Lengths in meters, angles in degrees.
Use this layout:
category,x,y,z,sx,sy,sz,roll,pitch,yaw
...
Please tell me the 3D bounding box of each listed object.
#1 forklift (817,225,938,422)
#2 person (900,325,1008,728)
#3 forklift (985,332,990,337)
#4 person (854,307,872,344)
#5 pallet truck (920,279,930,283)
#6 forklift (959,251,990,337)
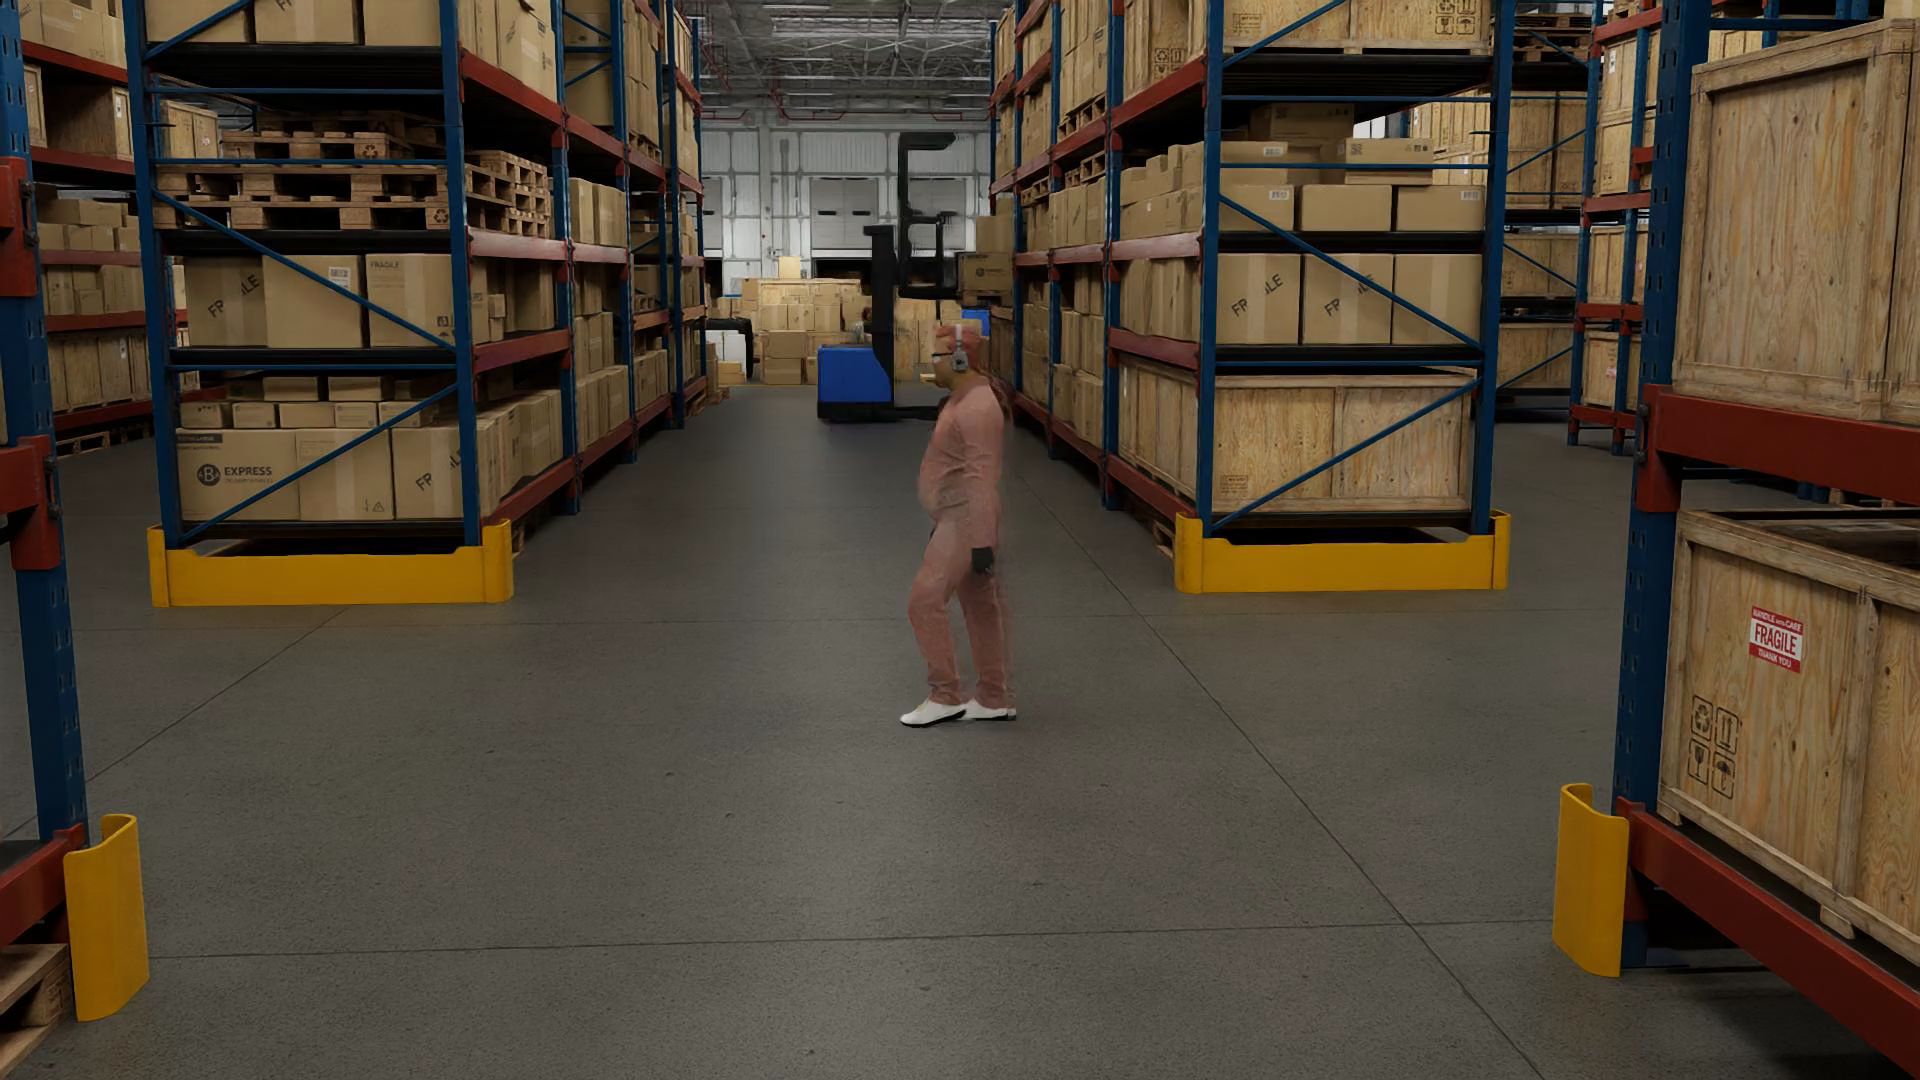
category,x,y,z,sx,sy,sz,roll,pitch,yaw
forklift,-1.144,-3.147,24.088,1.873,2.768,1.129,-1,9,-4
person,-0.065,-0.059,7.802,0.663,1.881,0.664,0,9,2
forklift,1.406,-4.191,30.647,1.129,2.768,1.873,8,12,40
person,-1.414,-2.926,26.672,0.530,1.599,0.819,-8,12,-42
pallet truck,-0.932,-8.922,63.114,1.885,1.965,0.823,2,9,13
forklift,0.431,-7.232,49.740,1.129,2.768,1.873,-1,9,-4
